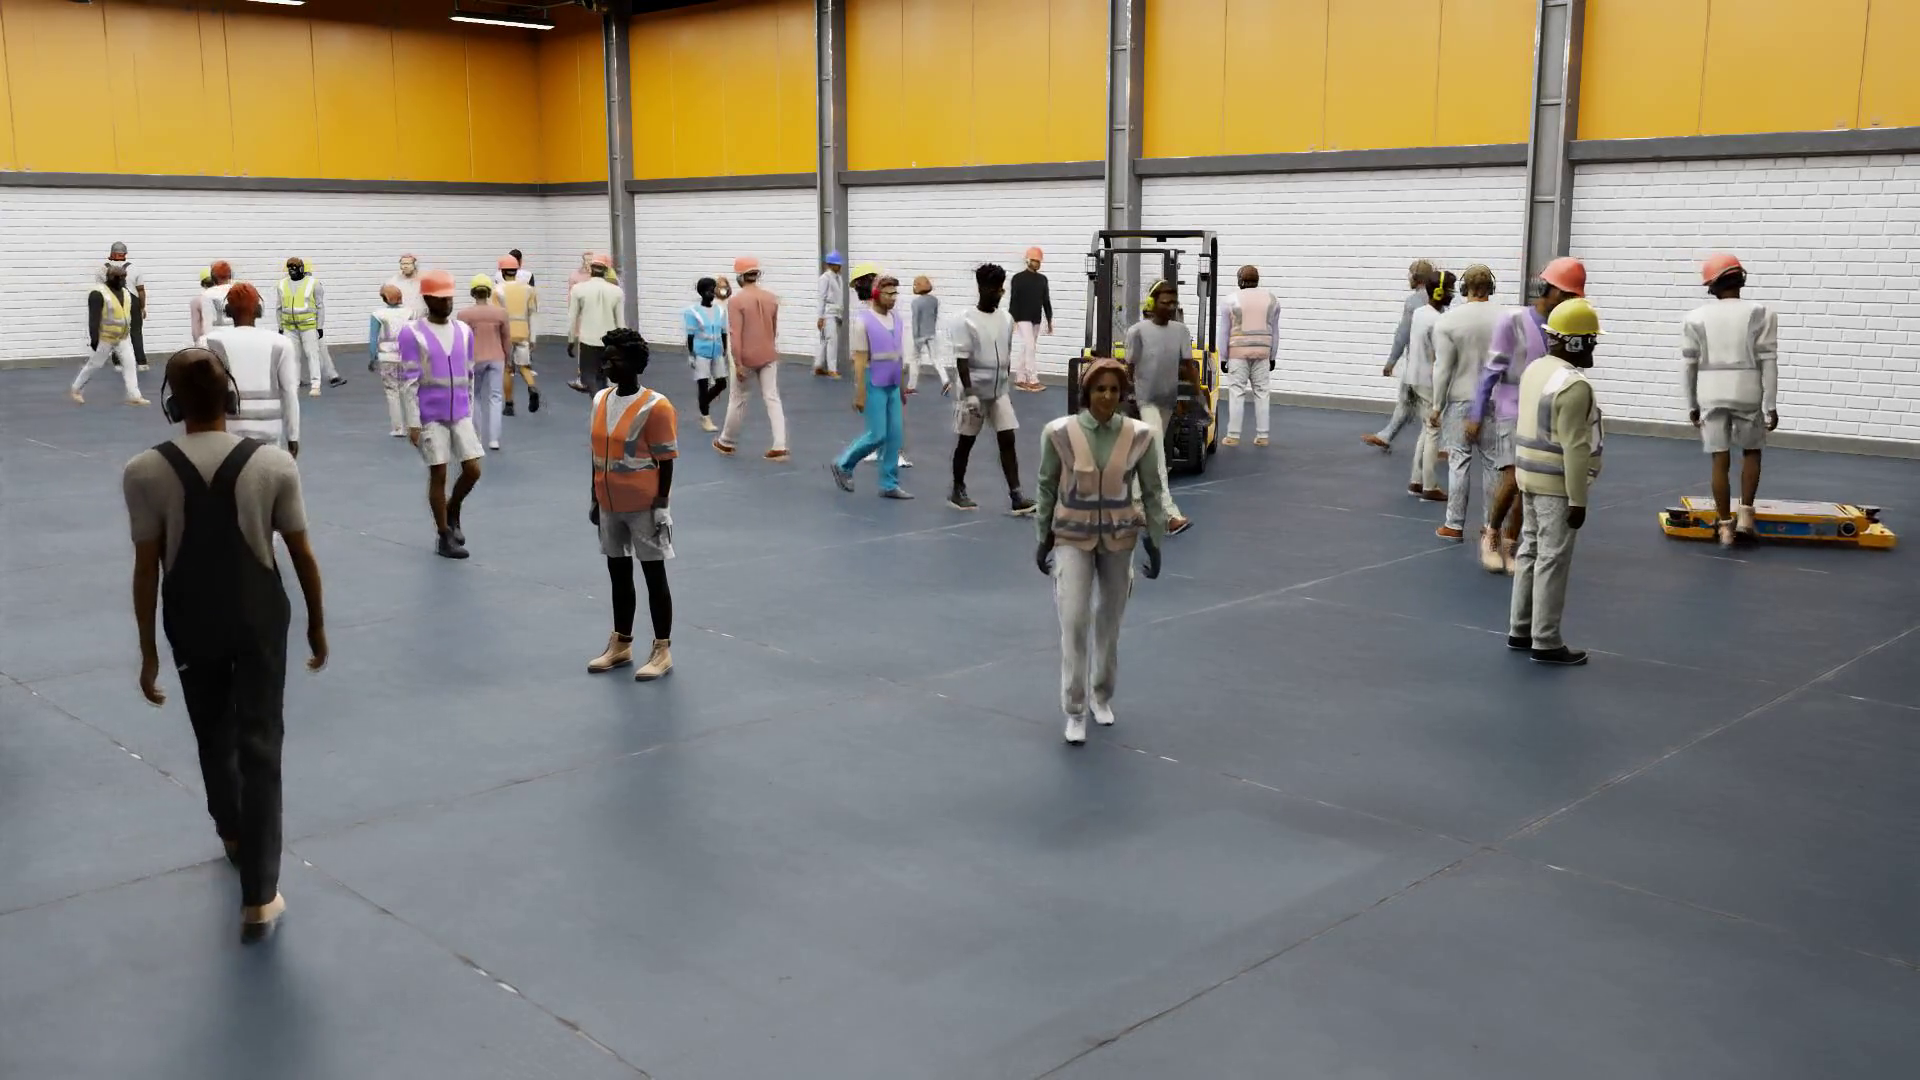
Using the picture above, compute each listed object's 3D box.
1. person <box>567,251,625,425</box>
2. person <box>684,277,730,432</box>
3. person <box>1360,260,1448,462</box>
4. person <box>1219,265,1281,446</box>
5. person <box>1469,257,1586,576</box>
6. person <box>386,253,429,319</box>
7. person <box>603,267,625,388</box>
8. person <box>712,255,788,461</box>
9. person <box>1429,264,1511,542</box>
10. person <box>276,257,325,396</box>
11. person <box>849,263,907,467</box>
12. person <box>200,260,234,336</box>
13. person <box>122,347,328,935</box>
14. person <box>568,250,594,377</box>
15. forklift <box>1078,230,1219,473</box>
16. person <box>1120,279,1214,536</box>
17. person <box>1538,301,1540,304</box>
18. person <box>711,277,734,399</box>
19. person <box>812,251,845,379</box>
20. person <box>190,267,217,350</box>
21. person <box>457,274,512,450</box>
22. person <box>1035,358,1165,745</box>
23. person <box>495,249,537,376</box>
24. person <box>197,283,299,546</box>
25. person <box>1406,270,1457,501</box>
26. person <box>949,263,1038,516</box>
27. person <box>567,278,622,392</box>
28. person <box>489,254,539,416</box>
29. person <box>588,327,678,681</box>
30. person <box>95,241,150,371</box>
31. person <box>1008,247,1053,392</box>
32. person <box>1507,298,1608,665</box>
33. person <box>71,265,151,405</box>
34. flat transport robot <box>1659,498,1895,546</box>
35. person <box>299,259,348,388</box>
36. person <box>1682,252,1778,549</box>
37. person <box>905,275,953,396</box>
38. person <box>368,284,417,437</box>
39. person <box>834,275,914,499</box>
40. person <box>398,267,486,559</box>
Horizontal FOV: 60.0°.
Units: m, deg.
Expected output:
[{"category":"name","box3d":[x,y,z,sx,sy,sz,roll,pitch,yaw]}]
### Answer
[{"category":"person","box3d":[-3.955,-2.179,18.261,0.621,1.959,0.806,-6,12,-30]},{"category":"person","box3d":[-2.793,-2.029,18.188,0.542,1.685,0.476,-9,13,-39]},{"category":"person","box3d":[4.282,-1.708,15.873,0.991,1.892,0.635,7,13,35]},{"category":"person","box3d":[2.924,-1.861,16.880,0.623,1.836,0.431,-1,10,-7]},{"category":"person","box3d":[3.541,-0.747,10.328,0.705,1.997,0.512,-2,10,-8]},{"category":"person","box3d":[-7.371,-2.892,22.347,0.673,1.879,0.726,-1,10,-5]},{"category":"person","box3d":[-4.378,-2.541,20.813,0.311,1.742,0.492,5,11,24]},{"category":"person","box3d":[-1.986,-1.732,15.857,0.621,1.945,1.004,-9,14,-40]},{"category":"person","box3d":[3.578,-0.944,11.582,0.627,1.935,0.371,-1,10,-5]},{"category":"person","box3d":[-8.771,-2.827,22.105,0.634,1.841,0.429,0,10,1]},{"category":"person","box3d":[-0.740,-1.618,15.430,0.386,1.879,0.754,-5,12,-28]},{"category":"person","box3d":[-8.067,-2.168,18.452,0.725,1.867,0.584,8,13,38]},{"category":"person","box3d":[-2.324,0.280,5.326,0.552,1.777,1.015,-4,11,-22]},{"category":"person","box3d":[-5.579,-3.415,25.135,0.652,1.906,0.402,-3,11,-18]},{"category":"forklift","box3d":[1.804,-1.825,15.677,1.214,2.155,2.313,2,11,13]},{"category":"person","box3d":[1.468,-0.937,11.869,0.510,1.809,0.992,-6,12,-30]},{"category":"person","box3d":[5.645,-1.600,15.978,0.498,1.634,0.283,10,14,43]},{"category":"person","box3d":[-3.061,-2.595,21.534,0.513,1.587,0.774,-4,11,-22]},{"category":"person","box3d":[-1.992,-3.365,24.902,0.676,1.909,0.649,4,11,20]},{"category":"person","box3d":[-9.034,-2.432,20.195,0.537,1.748,0.488,-5,12,-27]},{"category":"person","box3d":[-4.773,-1.786,16.711,0.533,1.742,0.737,-4,11,-20]},{"category":"person","box3d":[0.599,0.045,7.055,0.539,1.609,0.687,-1,10,-3]},{"category":"person","box3d":[-6.711,-3.434,25.201,0.598,1.917,0.378,0,10,1]},{"category":"person","box3d":[-4.498,-0.696,10.499,0.580,1.831,0.979,-7,12,-33]},{"category":"person","box3d":[3.803,-1.225,13.336,0.428,1.852,0.537,-1,10,-4]},{"category":"person","box3d":[0.215,-1.134,12.676,0.607,1.917,0.931,-7,12,-33]},{"category":"person","box3d":[-4.849,-2.905,22.498,1.010,1.857,0.660,4,11,23]},{"category":"person","box3d":[-5.234,-2.399,19.579,0.550,1.922,0.620,-7,13,-35]},{"category":"person","box3d":[-1.587,-0.172,8.019,0.530,1.697,0.321,7,12,33]},{"category":"person","box3d":[-13.185,-3.681,26.217,0.684,2.000,0.536,-3,11,-15]},{"category":"person","box3d":[1.027,-2.989,22.636,0.640,1.959,0.903,-8,13,-38]},{"category":"person","box3d":[2.980,-0.283,8.290,0.403,1.827,0.596,-1,10,-3]},{"category":"person","box3d":[-10.792,-2.580,20.964,1.015,1.785,0.643,3,11,16]},{"category":"flat transport robot","box3d":[5.735,-0.142,11.742,1.431,0.197,0.652,4,11,18]},{"category":"person","box3d":[-9.018,-2.998,23.170,0.890,1.790,0.604,3,11,16]},{"category":"person","box3d":[5.248,-0.946,11.368,0.652,2.015,0.442,7,12,32]},{"category":"person","box3d":[-0.442,-2.724,22.166,0.495,1.604,0.788,-9,14,-41]},{"category":"person","box3d":[-5.983,-1.894,17.606,0.517,1.623,0.362,-9,14,-42]},{"category":"person","box3d":[-0.680,-1.230,13.480,0.594,1.818,0.573,7,12,32]},{"category":"person","box3d":[-3.421,-0.831,10.994,0.552,1.921,0.447,-10,14,-43]}]
